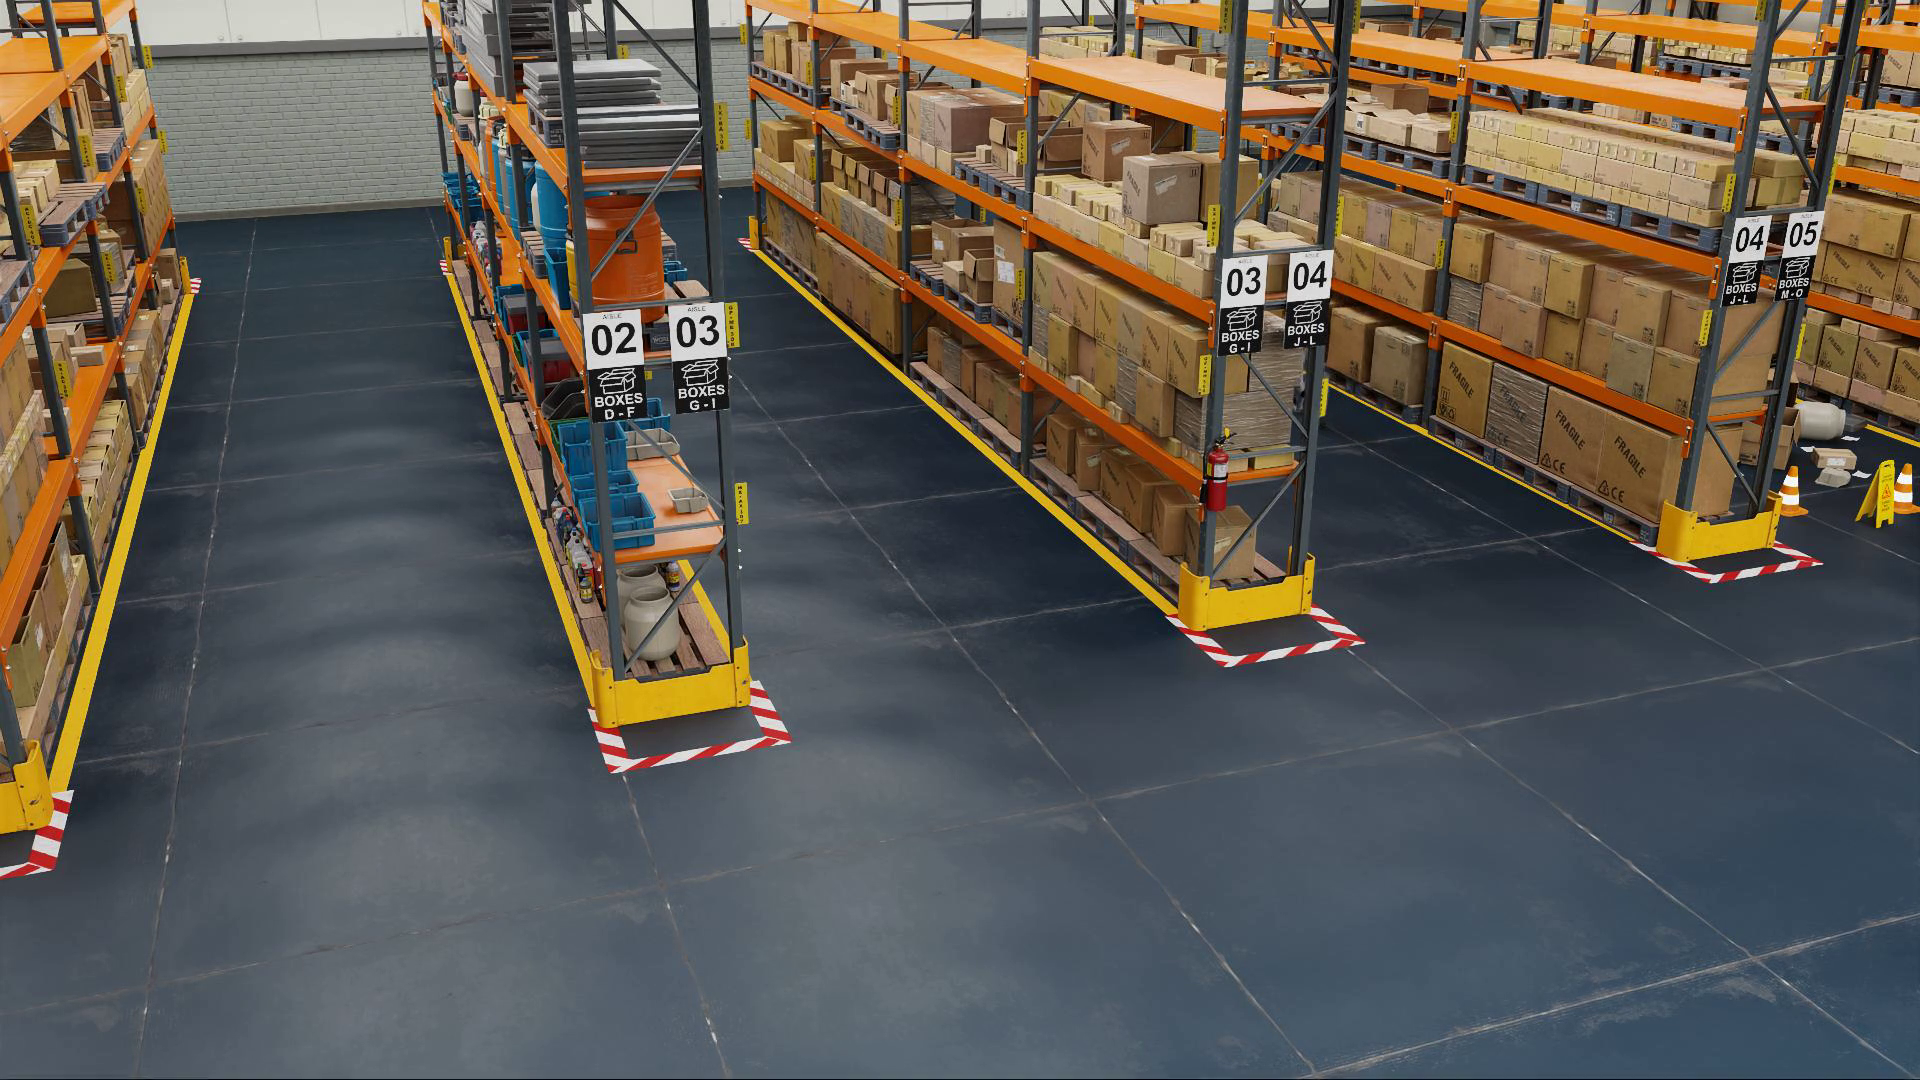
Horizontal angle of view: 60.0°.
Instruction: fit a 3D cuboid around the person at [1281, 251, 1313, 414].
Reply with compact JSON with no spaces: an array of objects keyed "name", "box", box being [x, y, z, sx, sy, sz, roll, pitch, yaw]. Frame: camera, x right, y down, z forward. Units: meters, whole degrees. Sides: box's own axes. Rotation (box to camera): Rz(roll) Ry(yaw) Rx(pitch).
[{"name":"person","box":[3.993,-2.379,19.305,0.796,1.938,0.978,-12,25,-27]}]
